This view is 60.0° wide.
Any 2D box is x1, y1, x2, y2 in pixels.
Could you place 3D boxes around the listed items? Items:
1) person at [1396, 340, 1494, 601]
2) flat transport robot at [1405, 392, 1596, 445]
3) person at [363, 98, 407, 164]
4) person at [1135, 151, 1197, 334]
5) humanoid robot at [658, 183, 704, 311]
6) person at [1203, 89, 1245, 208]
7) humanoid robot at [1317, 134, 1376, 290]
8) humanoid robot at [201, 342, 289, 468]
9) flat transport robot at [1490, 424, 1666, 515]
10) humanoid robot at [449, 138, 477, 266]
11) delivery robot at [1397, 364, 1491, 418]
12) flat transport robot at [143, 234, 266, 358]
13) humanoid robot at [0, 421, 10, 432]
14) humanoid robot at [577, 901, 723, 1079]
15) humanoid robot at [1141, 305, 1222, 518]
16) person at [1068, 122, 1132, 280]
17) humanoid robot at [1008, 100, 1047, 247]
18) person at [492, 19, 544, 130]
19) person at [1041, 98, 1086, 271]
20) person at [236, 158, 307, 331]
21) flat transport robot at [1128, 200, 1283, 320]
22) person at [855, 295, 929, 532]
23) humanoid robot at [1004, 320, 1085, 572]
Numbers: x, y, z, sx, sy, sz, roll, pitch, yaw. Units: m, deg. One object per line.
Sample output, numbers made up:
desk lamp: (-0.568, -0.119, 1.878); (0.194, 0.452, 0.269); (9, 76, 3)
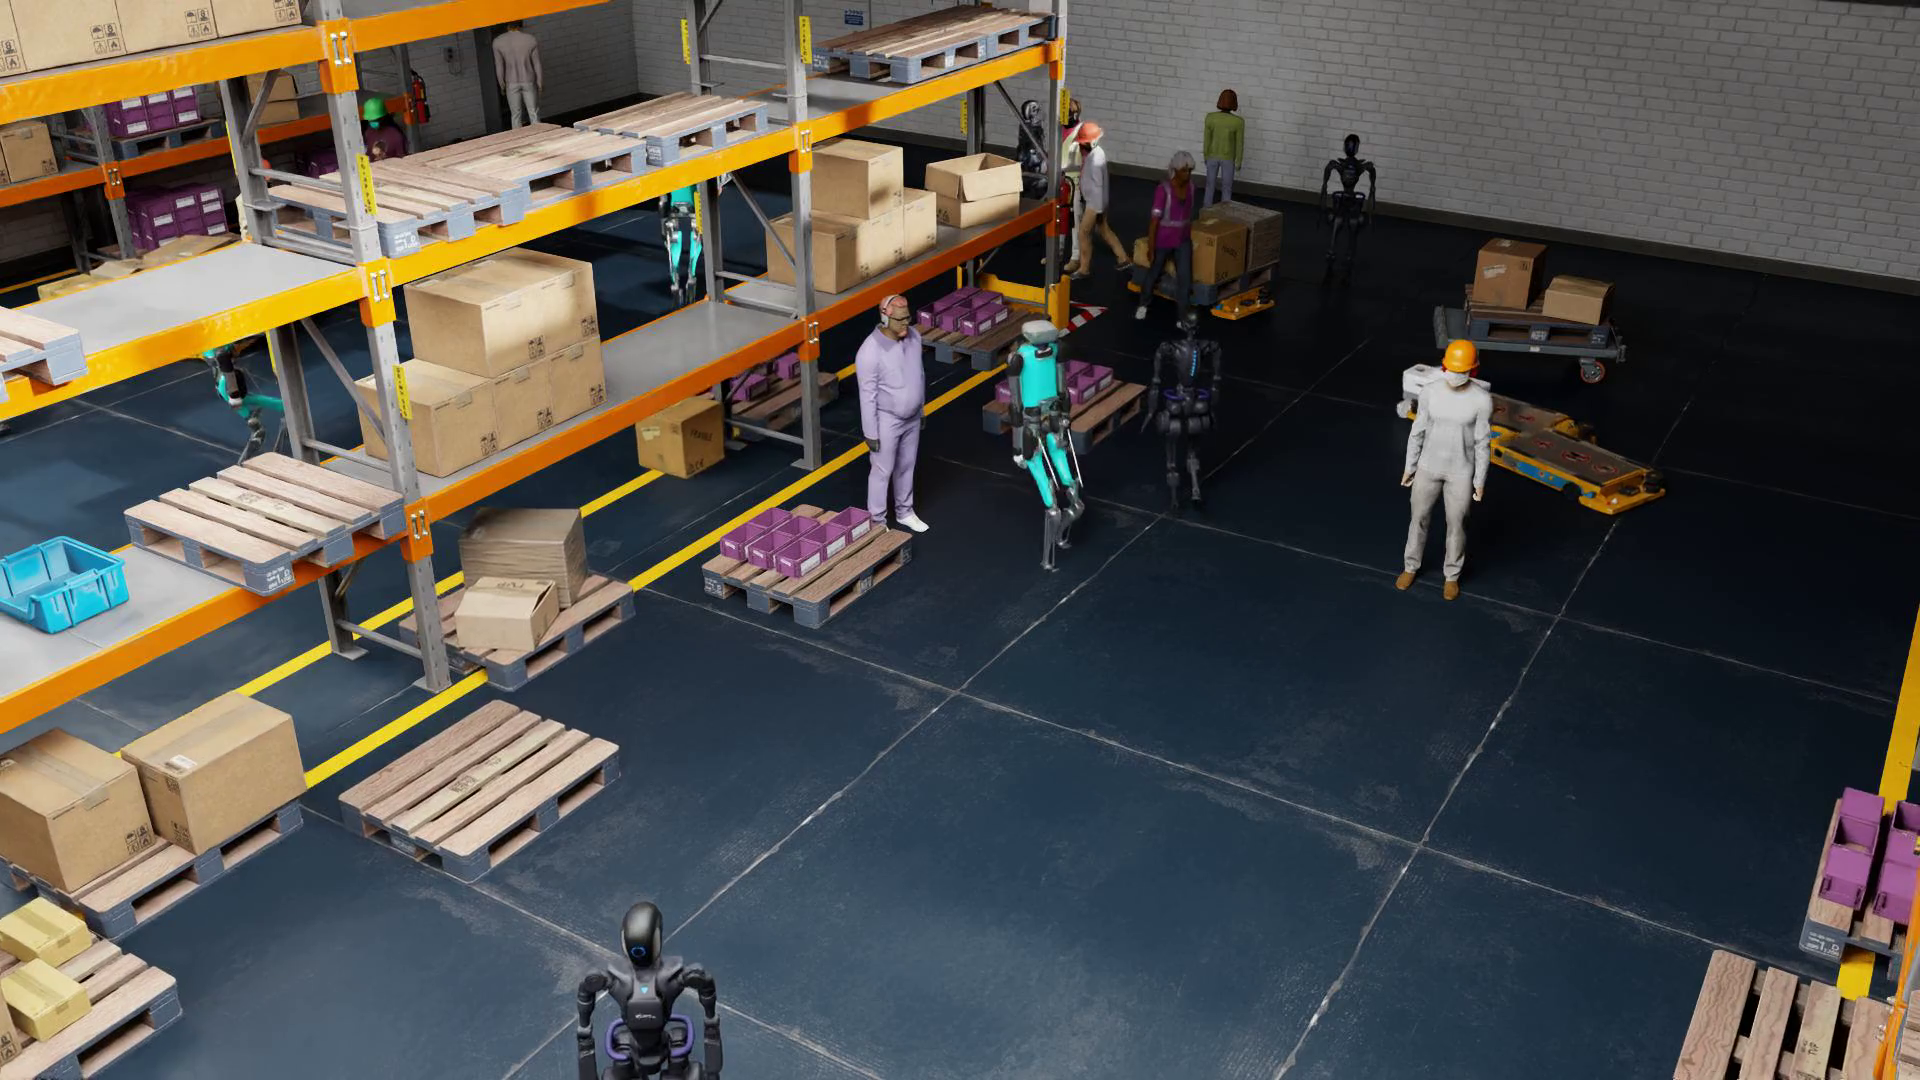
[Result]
person: (3.320, -0.483, 11.371); (0.560, 1.888, 0.398); (14, 30, 25)
flat transport robot: (4.597, -1.000, 14.168); (0.659, 0.231, 1.431); (-23, 35, -38)
person: (-6.118, -3.773, 17.823); (0.522, 1.896, 0.942); (5, 27, 9)
person: (2.045, -2.973, 16.385); (0.536, 1.788, 0.822); (-11, 29, -21)
humanoid robot: (-2.742, -2.929, 16.398); (0.539, 1.822, 0.737); (2, 27, 4)
person: (3.070, -4.448, 19.464); (0.492, 1.624, 0.281); (13, 30, 24)
humanoid robot: (4.058, -3.433, 17.410); (0.609, 1.647, 0.341); (7, 28, 13)
humanoid robot: (-5.589, -1.253, 13.072); (0.849, 1.793, 0.541); (-18, 32, -32)
flat transport robot: (4.861, -0.598, 13.376); (0.659, 0.231, 1.431); (-17, 31, -30)
humanoid robot: (-5.188, -3.336, 17.289); (0.613, 1.611, 0.780); (3, 27, 6)
delivery robot: (4.189, -1.272, 14.356); (0.739, 0.564, 0.499); (23, 35, 38)
flat transport robot: (-7.099, -2.111, 16.357); (0.659, 0.231, 1.431); (5, 27, 9)
humanoid robot: (-8.216, -1.587, 13.796); (0.540, 1.843, 0.804); (21, 34, 35)
humanoid robot: (-1.203, 2.122, 6.484); (0.599, 1.630, 0.714); (-3, 27, -7)
humanoid robot: (1.675, -0.972, 12.564); (0.589, 1.648, 0.345); (-5, 27, -11)
person: (1.523, -3.623, 17.750); (0.700, 1.712, 0.593); (2, 27, 5)
humanoid robot: (0.771, -4.110, 18.751); (0.434, 1.647, 0.613); (-14, 30, -26)
person: (-5.946, -6.176, 22.526); (0.630, 1.940, 0.372); (-6, 28, -12)
person: (1.162, -3.867, 18.077); (0.429, 1.846, 0.625); (-24, 36, -39)
person: (-6.660, -2.852, 16.178); (0.571, 1.747, 0.342); (-17, 32, -30)
flat transport robot: (2.504, -2.601, 17.323); (0.659, 0.231, 1.431); (-24, 35, -38)
person: (-0.463, -0.881, 12.142); (0.404, 1.900, 0.634); (19, 33, 33)
humanoid robot: (0.715, -0.630, 11.850); (0.531, 1.802, 0.796); (-19, 32, -32)
